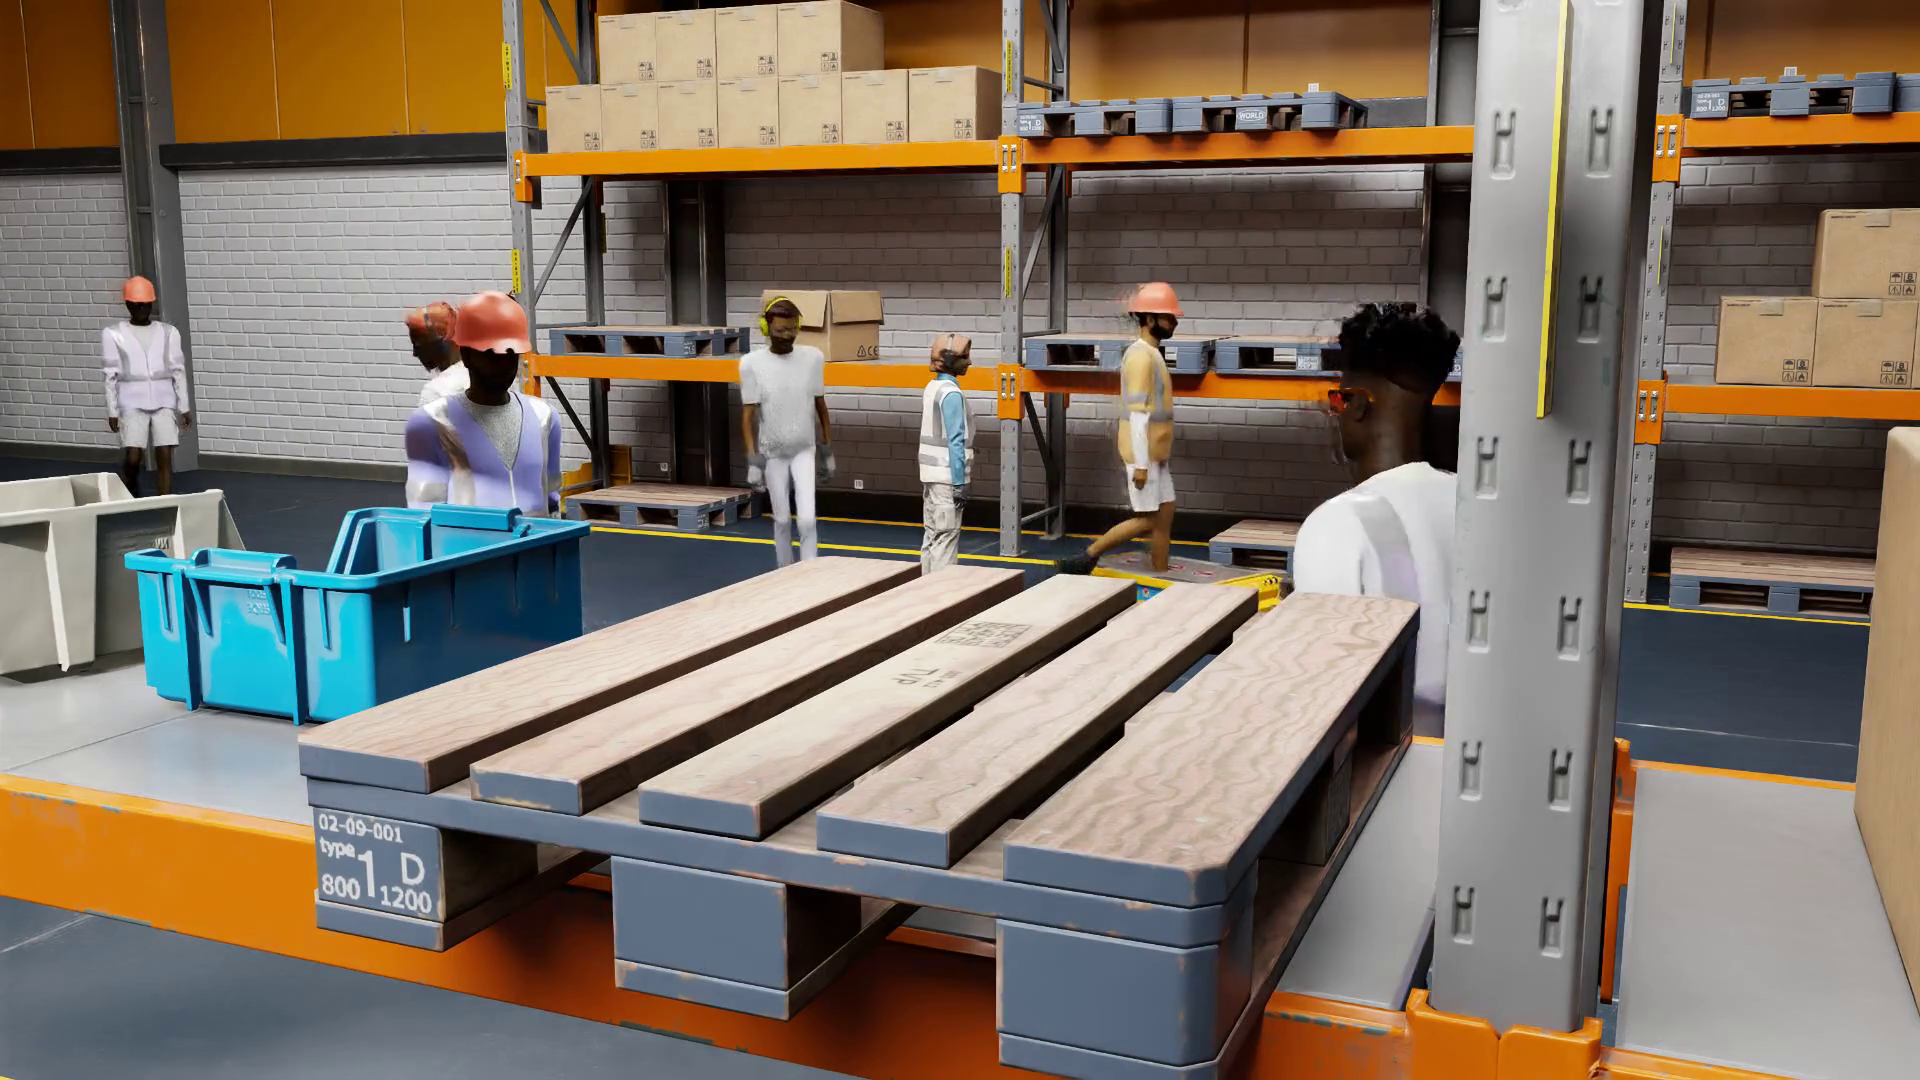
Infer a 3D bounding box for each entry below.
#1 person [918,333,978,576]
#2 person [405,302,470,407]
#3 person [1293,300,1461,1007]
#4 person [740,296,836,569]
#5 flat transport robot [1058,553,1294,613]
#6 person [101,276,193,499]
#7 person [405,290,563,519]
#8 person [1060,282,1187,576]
[{"bbox_3d":[-0.073,-0.316,9.174,0.312,1.636,0.518,-3,10,-15],"label":"person"},{"bbox_3d":[-2.274,-0.131,7.434,0.800,1.849,0.645,2,10,13],"label":"person"},{"bbox_3d":[0.810,0.515,3.333,0.362,1.944,0.697,9,13,43],"label":"person"},{"bbox_3d":[-0.957,-0.454,9.416,0.543,1.826,0.731,-2,10,-11],"label":"person"},{"bbox_3d":[1.276,0.262,9.789,0.652,0.197,1.431,-9,13,-42],"label":"flat transport robot"},{"bbox_3d":[-6.128,-1.022,12.545,0.568,1.923,0.597,-7,12,-36],"label":"person"},{"bbox_3d":[-1.500,0.161,5.422,0.552,1.932,0.377,-9,13,-44],"label":"person"},{"bbox_3d":[1.009,-0.520,9.572,0.747,1.916,0.551,2,10,14],"label":"person"}]
